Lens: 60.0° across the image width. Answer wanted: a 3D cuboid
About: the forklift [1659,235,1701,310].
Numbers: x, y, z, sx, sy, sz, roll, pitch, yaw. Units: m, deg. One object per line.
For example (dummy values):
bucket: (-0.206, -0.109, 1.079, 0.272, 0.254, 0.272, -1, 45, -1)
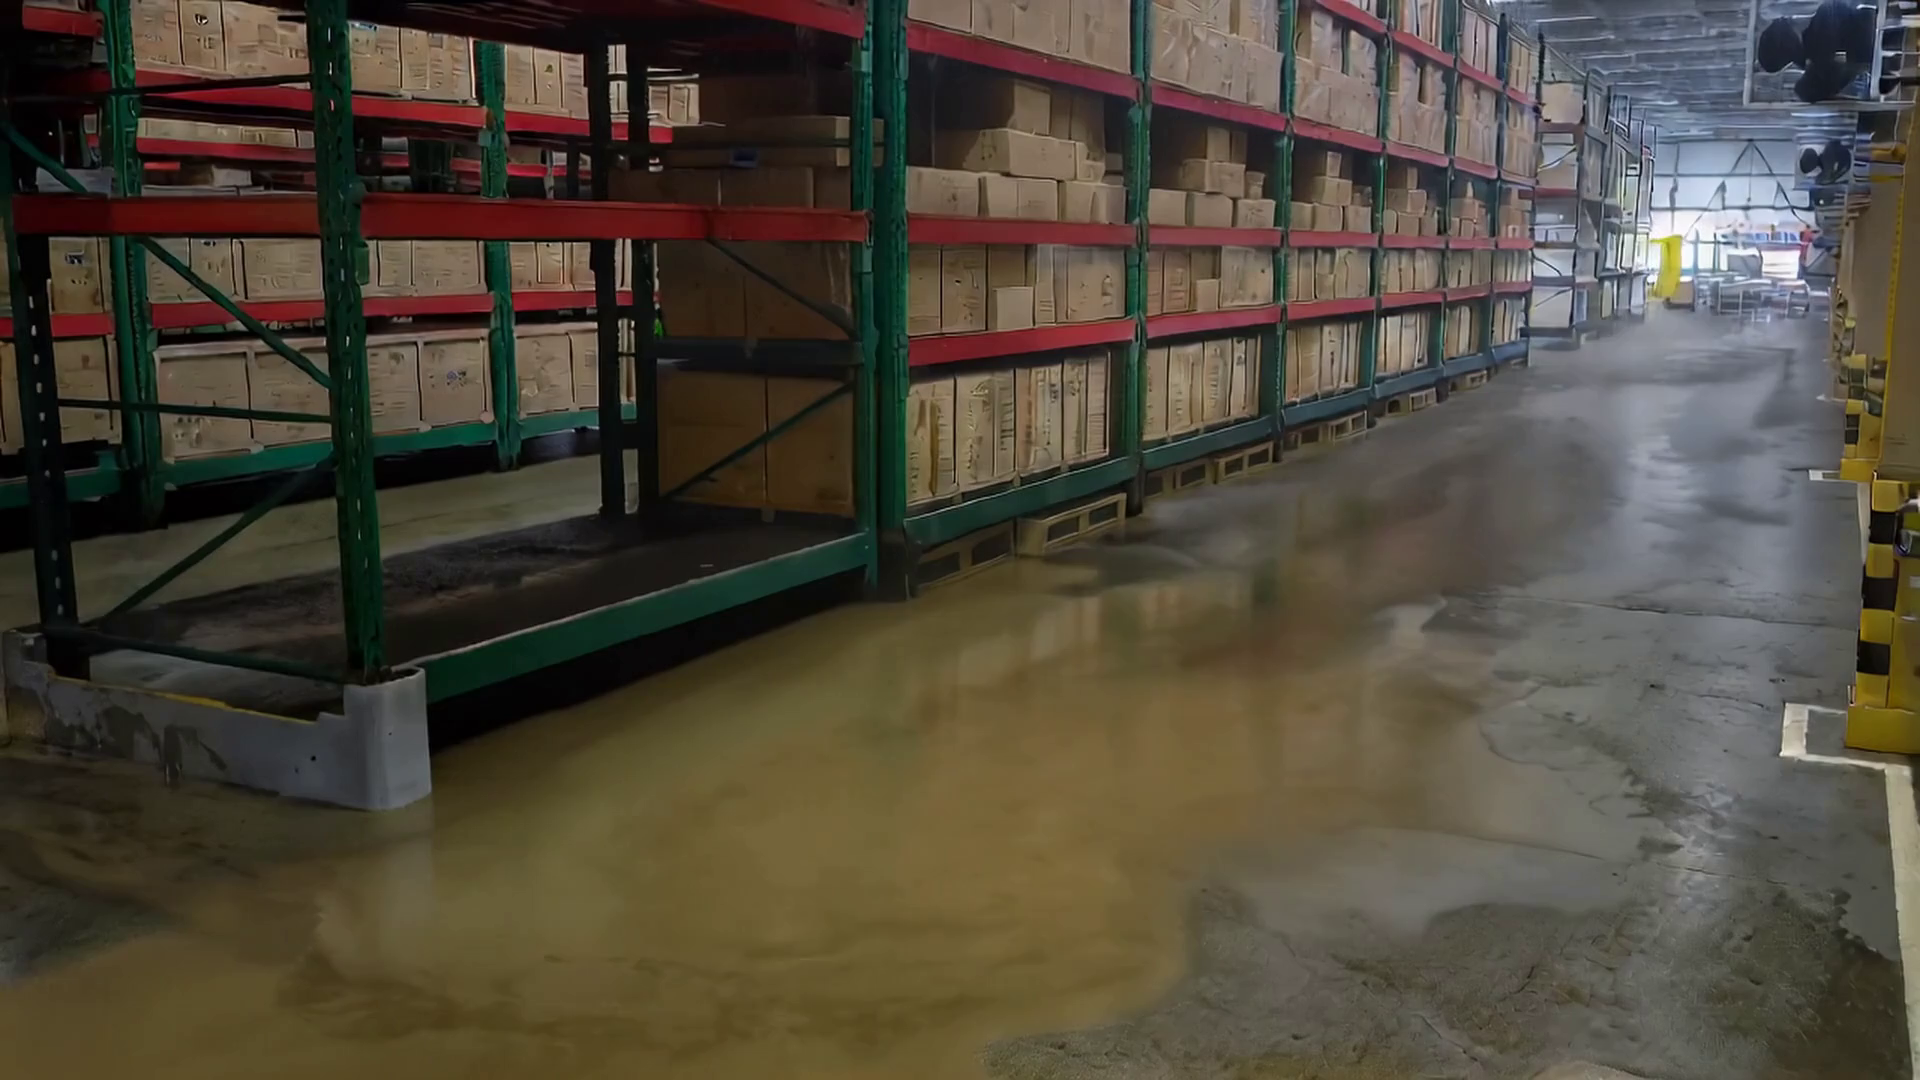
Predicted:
forklift: (26.918, -10.091, 62.766, 1.873, 2.768, 1.129, 1, 10, 7)
